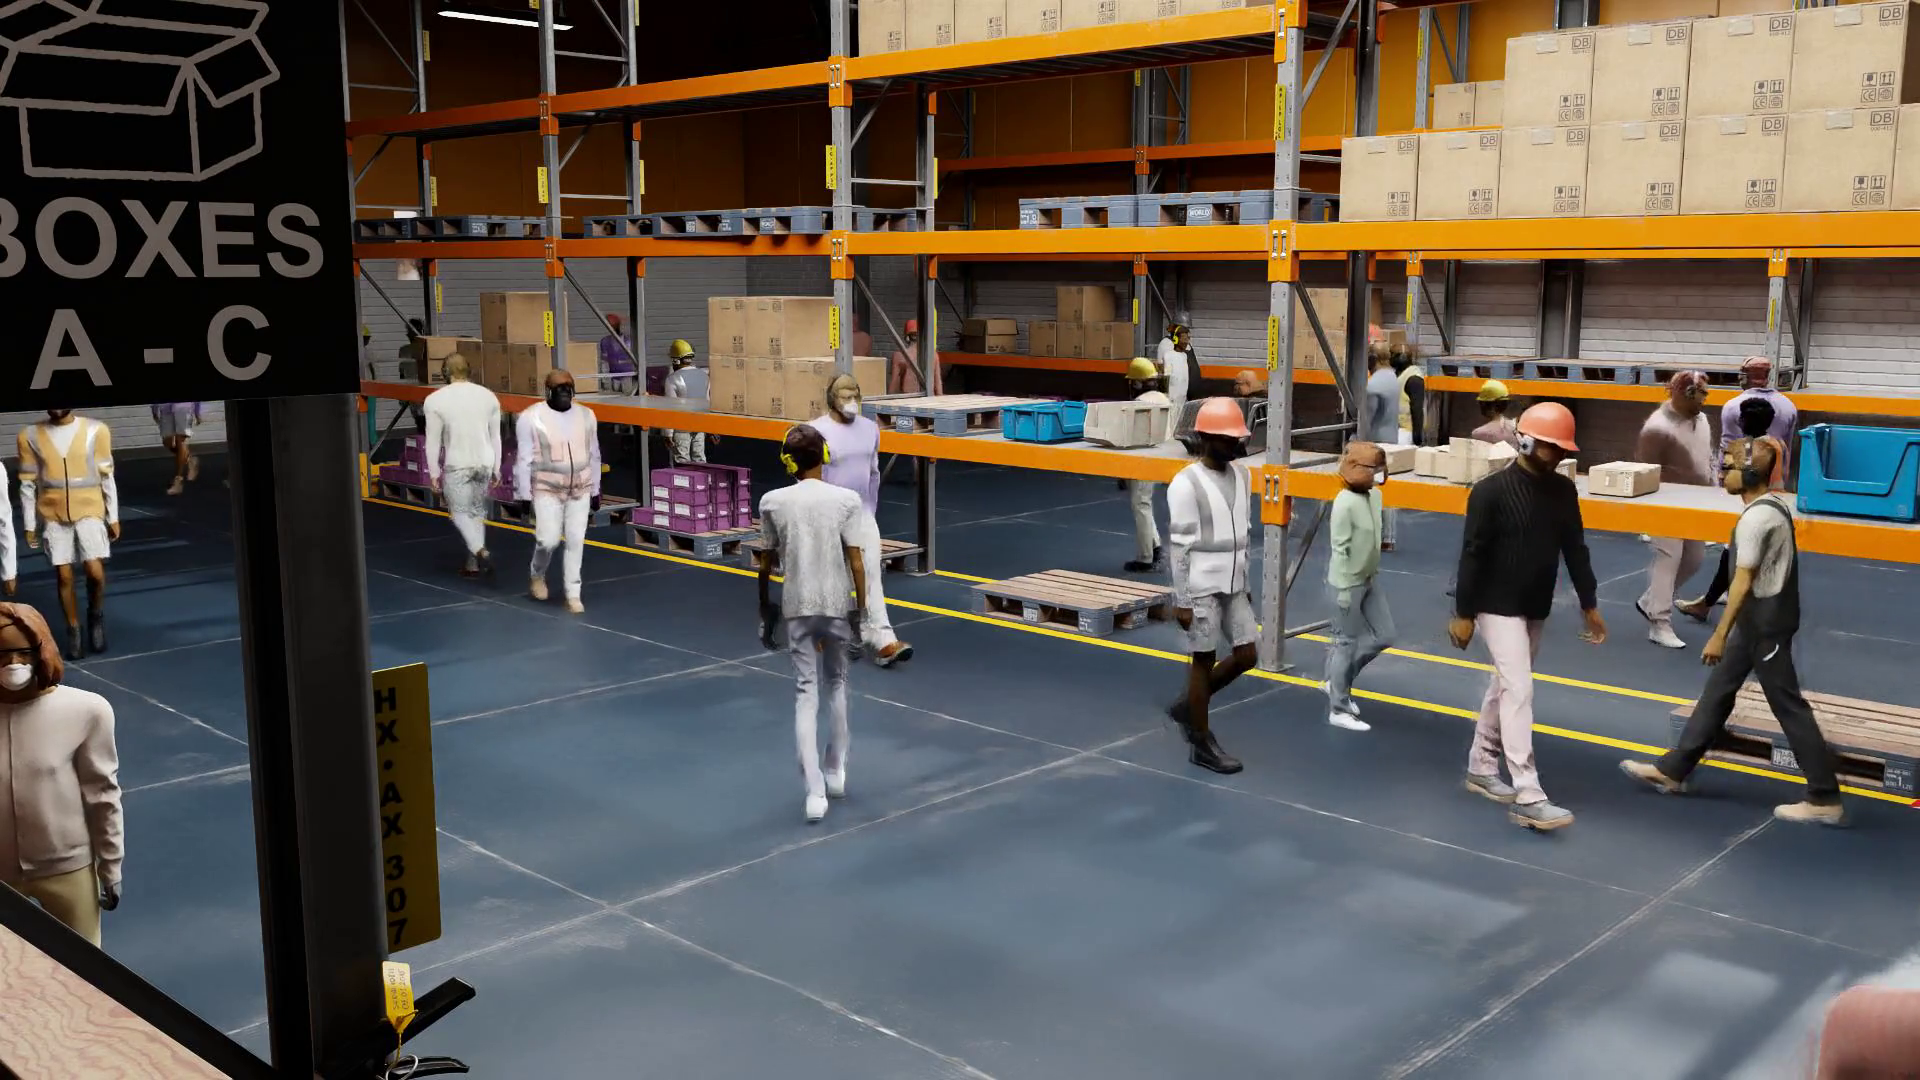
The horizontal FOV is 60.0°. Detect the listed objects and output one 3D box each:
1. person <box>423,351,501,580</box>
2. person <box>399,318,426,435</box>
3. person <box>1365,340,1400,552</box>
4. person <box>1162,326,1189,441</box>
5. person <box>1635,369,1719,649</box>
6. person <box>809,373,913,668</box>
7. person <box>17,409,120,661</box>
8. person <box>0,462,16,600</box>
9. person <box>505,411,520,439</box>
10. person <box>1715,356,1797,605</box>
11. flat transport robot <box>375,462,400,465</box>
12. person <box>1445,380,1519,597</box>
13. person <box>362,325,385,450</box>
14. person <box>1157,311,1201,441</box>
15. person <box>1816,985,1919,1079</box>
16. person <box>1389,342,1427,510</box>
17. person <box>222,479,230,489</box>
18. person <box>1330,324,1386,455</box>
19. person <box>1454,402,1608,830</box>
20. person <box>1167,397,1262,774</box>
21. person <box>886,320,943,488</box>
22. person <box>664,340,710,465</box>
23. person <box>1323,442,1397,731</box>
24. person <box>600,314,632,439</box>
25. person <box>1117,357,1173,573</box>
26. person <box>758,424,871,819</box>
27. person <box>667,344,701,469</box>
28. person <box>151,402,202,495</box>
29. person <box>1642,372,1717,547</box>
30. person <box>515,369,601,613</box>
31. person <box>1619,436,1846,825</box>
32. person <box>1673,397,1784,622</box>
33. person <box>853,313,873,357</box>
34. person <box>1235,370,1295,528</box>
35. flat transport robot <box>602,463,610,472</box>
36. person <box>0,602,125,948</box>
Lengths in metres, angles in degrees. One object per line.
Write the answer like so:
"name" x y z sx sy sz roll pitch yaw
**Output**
"person" -3.961 -0.568 13.457 0.639 1.905 0.700 -7 12 -38
"person" -7.028 -1.956 21.842 0.636 1.935 0.866 4 10 21
"person" 3.679 -0.848 15.067 0.624 1.919 0.661 6 11 31
"person" 2.663 -1.682 20.345 0.328 1.873 0.520 7 11 35
"person" 4.911 -0.241 11.477 0.655 1.880 0.586 -6 11 -34
"person" -0.708 -0.111 10.650 0.660 1.886 1.006 -7 11 -36
"person" -5.812 -0.159 10.850 0.564 1.917 0.410 -4 10 -21
"person" -5.427 0.195 8.914 0.580 1.852 0.886 -3 10 -15
"person" -6.573 -2.376 24.601 0.512 1.872 0.328 8 12 39
"person" 5.989 -0.443 12.644 0.651 1.904 0.403 -3 10 -18
"flat transport robot" -6.437 -0.833 20.033 1.431 0.197 0.652 -3 10 -19
"person" 4.093 -0.348 12.595 0.519 1.731 0.884 -4 10 -22
"person" -8.464 -2.161 23.610 0.530 1.765 0.326 2 9 10
"person" 2.832 -1.933 21.361 0.536 2.000 0.676 5 11 30
"person" 1.500 1.294 2.574 0.731 1.728 0.534 -8 12 -42
"person" 4.833 -1.208 17.675 0.891 1.807 0.635 0 9 -1
"person" -8.036 -1.457 19.123 1.027 1.825 0.646 3 10 19
"person" 4.547 -1.431 18.579 1.032 1.935 0.613 5 10 27
"person" 2.686 0.340 7.716 0.610 1.940 0.905 -5 11 -30
"person" 1.282 0.228 8.466 0.573 1.926 0.459 -7 12 -38
"person" -0.584 -1.611 19.651 0.628 1.950 0.922 -5 11 -30
"person" -2.866 -1.173 17.375 0.403 1.827 0.588 8 12 39
"person" 2.223 0.258 9.203 0.351 1.618 0.535 8 12 39
"person" -5.104 -2.450 24.982 0.559 1.885 0.770 1 9 9
"person" 1.537 -0.622 13.995 0.434 1.817 0.623 7 12 37
"person" -0.694 0.368 7.915 0.537 1.824 0.820 -1 9 -5
"person" -3.445 -1.648 20.860 0.545 1.623 0.380 -9 13 -43
"person" -8.943 -1.545 19.064 0.608 2.019 0.775 0 9 0
"person" 6.700 -0.733 15.331 0.729 1.613 0.518 4 10 21
"person" -3.000 -0.370 12.435 0.640 1.826 0.521 -7 11 -35
"person" 3.687 0.414 7.764 0.996 1.786 0.502 5 10 28
"person" 5.577 -0.190 11.831 0.554 1.648 0.864 -9 13 -43
"person" -1.614 -2.432 24.834 0.641 1.908 0.407 -9 13 -43
"person" 2.807 -0.820 15.863 0.717 1.606 0.499 5 10 26
"flat transport robot" -5.148 -0.940 20.688 1.431 0.197 0.652 -5 10 -26
"person" -2.683 0.975 4.808 0.497 1.629 0.277 -4 10 -23
